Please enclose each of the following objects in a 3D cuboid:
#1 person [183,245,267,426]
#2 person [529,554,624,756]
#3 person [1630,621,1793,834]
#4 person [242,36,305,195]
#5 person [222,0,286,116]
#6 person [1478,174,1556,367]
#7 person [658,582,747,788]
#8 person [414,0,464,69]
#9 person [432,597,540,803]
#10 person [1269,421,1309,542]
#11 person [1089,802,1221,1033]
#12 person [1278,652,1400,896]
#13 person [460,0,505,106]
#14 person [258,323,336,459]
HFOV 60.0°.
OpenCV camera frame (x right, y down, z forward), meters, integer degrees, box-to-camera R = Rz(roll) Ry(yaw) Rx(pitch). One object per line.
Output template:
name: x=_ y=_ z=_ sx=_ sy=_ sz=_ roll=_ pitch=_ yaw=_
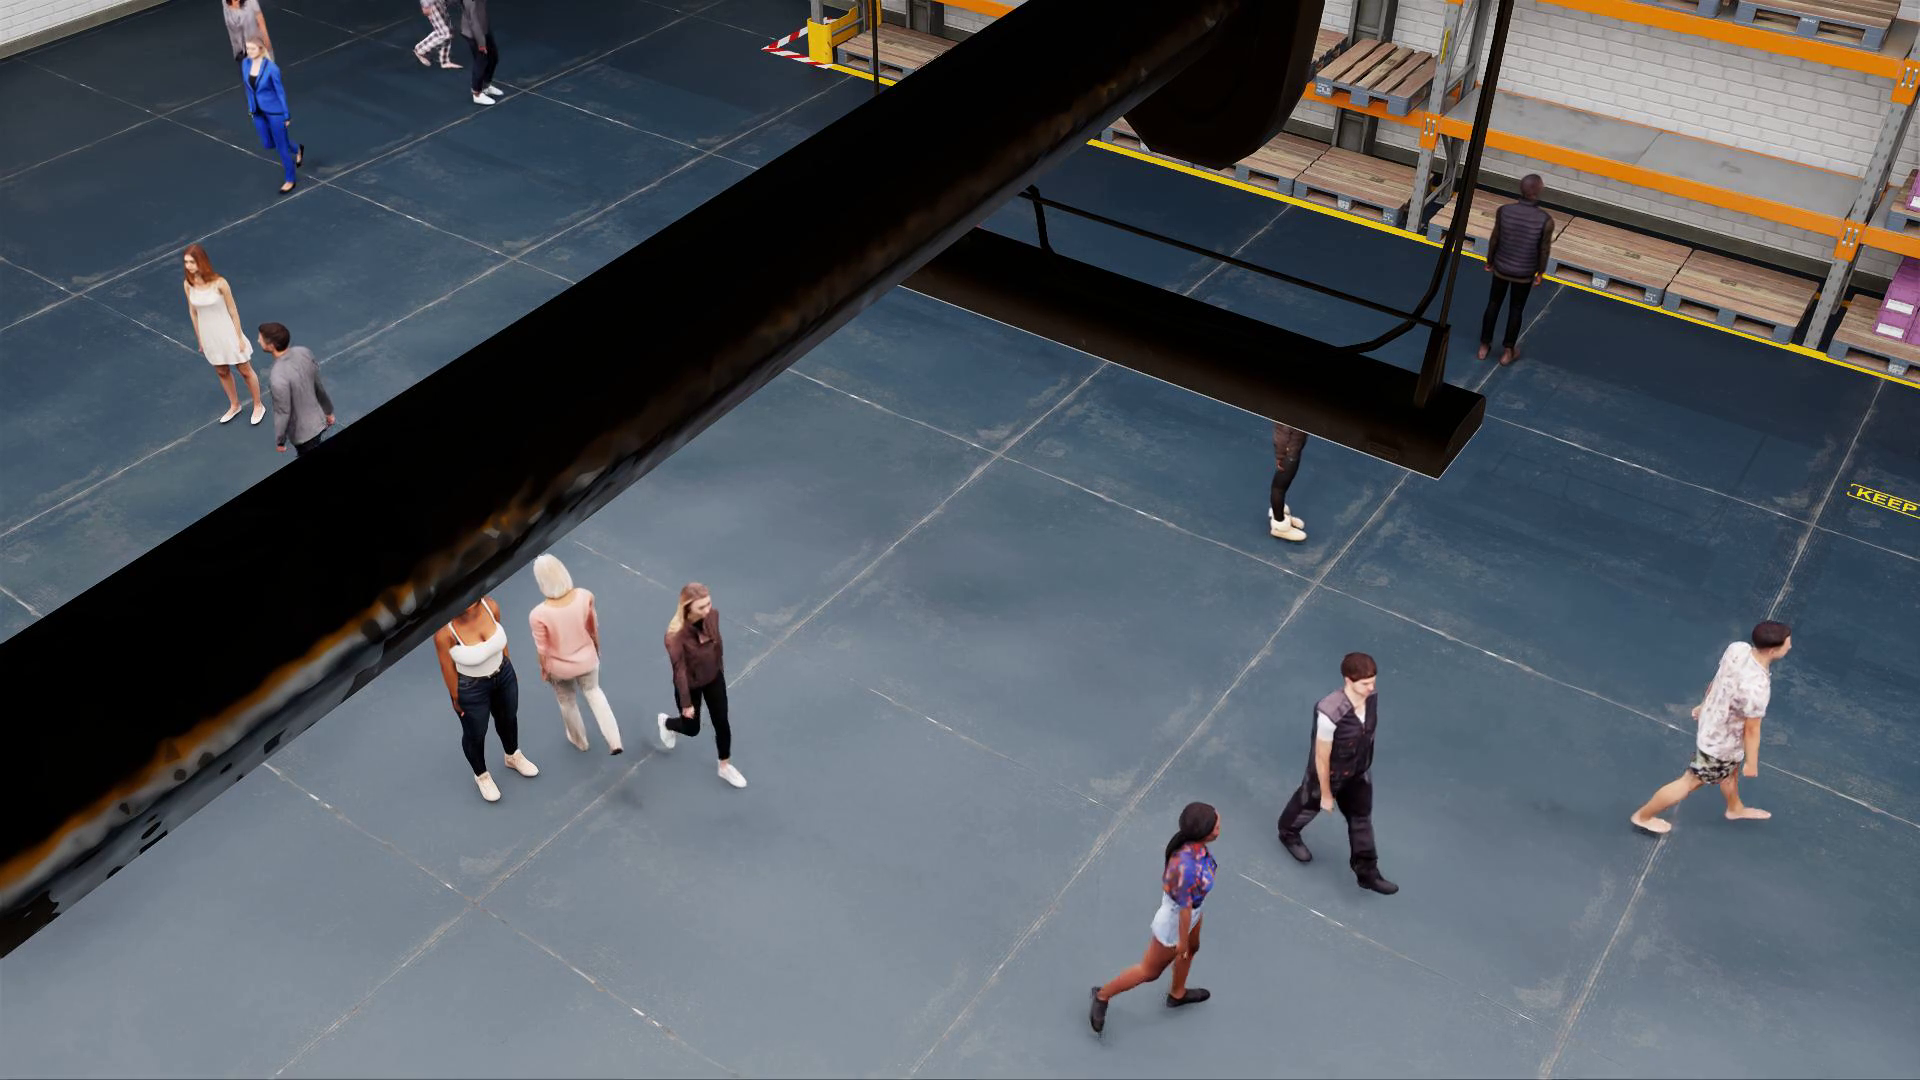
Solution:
person: x=-6.340 y=-1.769 z=14.277 sx=0.605 sy=1.710 sz=0.704 roll=3 pitch=39 yaw=4
person: x=-2.535 y=0.839 z=11.016 sx=0.757 sy=1.705 sz=0.927 roll=-25 pitch=45 yaw=-28
person: x=4.733 y=1.215 z=10.490 sx=1.255 sy=1.773 sz=1.029 roll=5 pitch=39 yaw=6
person: x=-7.340 y=-4.604 z=17.845 sx=0.872 sy=1.689 sz=0.821 roll=12 pitch=40 yaw=15
person: x=-8.279 y=-5.858 z=19.488 sx=0.925 sy=1.598 sz=0.916 roll=4 pitch=39 yaw=5
person: x=4.999 y=-2.439 z=15.016 sx=0.490 sy=1.836 sz=0.740 roll=23 pitch=44 yaw=26
person: x=-1.779 y=0.915 z=10.939 sx=0.999 sy=1.682 sz=0.684 roll=29 pitch=47 yaw=31
person: x=-6.504 y=-6.594 z=20.223 sx=0.935 sy=1.830 sz=0.862 roll=0 pitch=39 yaw=1
person: x=-3.129 y=0.916 z=10.836 sx=0.635 sy=1.810 sz=0.664 roll=30 pitch=47 yaw=32
person: x=2.571 y=-0.724 z=13.007 sx=0.748 sy=1.663 sz=0.688 roll=10 pitch=40 yaw=12
person: x=1.160 y=2.124 z=9.398 sx=1.054 sy=1.717 sz=0.901 roll=10 pitch=40 yaw=12
person: x=2.254 y=1.350 z=10.289 sx=0.901 sy=1.814 sz=1.179 roll=-24 pitch=44 yaw=-27
person: x=-5.698 y=-5.952 z=19.465 sx=0.854 sy=1.773 sz=0.864 roll=-3 pitch=39 yaw=-4
person: x=-5.049 y=-0.862 z=13.047 sx=1.321 sy=1.828 sz=1.086 roll=4 pitch=39 yaw=5
